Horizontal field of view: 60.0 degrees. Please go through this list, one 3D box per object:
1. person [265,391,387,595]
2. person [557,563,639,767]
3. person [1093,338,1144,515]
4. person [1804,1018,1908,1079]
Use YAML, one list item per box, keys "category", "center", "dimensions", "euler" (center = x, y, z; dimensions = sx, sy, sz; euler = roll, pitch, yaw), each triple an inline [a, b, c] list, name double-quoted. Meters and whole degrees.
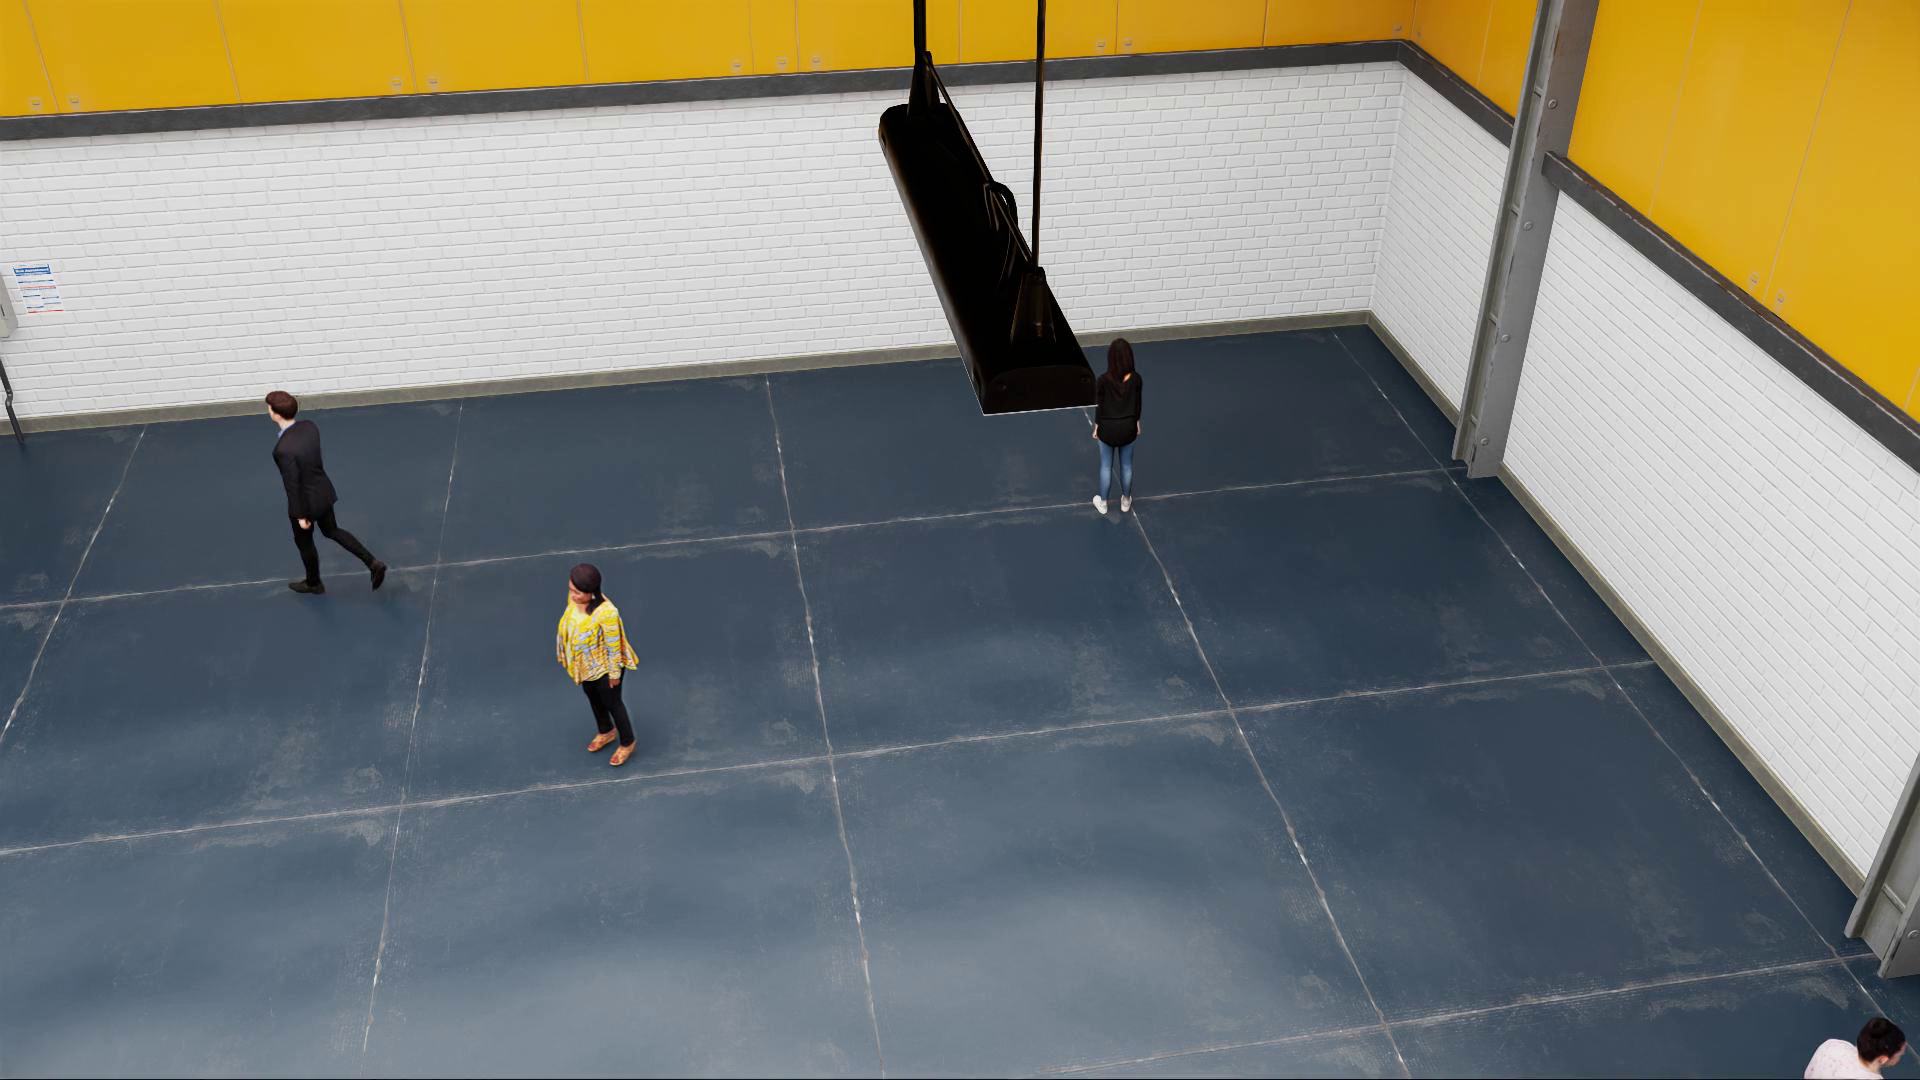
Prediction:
- category: "person"
  center: [-5.059, -0.333, 13.140]
  dimensions: [1.049, 1.871, 1.168]
  euler: [7, 34, 10]
- category: "person"
  center: [-2.509, 0.841, 11.573]
  dimensions: [0.873, 1.651, 0.940]
  euler: [28, 42, 35]
- category: "person"
  center: [1.355, -0.977, 14.314]
  dimensions: [0.573, 1.644, 0.531]
  euler: [-3, 34, -4]
- category: "person"
  center: [4.332, 2.987, 8.262]
  dimensions: [0.732, 1.743, 0.540]
  euler: [-5, 34, -8]
